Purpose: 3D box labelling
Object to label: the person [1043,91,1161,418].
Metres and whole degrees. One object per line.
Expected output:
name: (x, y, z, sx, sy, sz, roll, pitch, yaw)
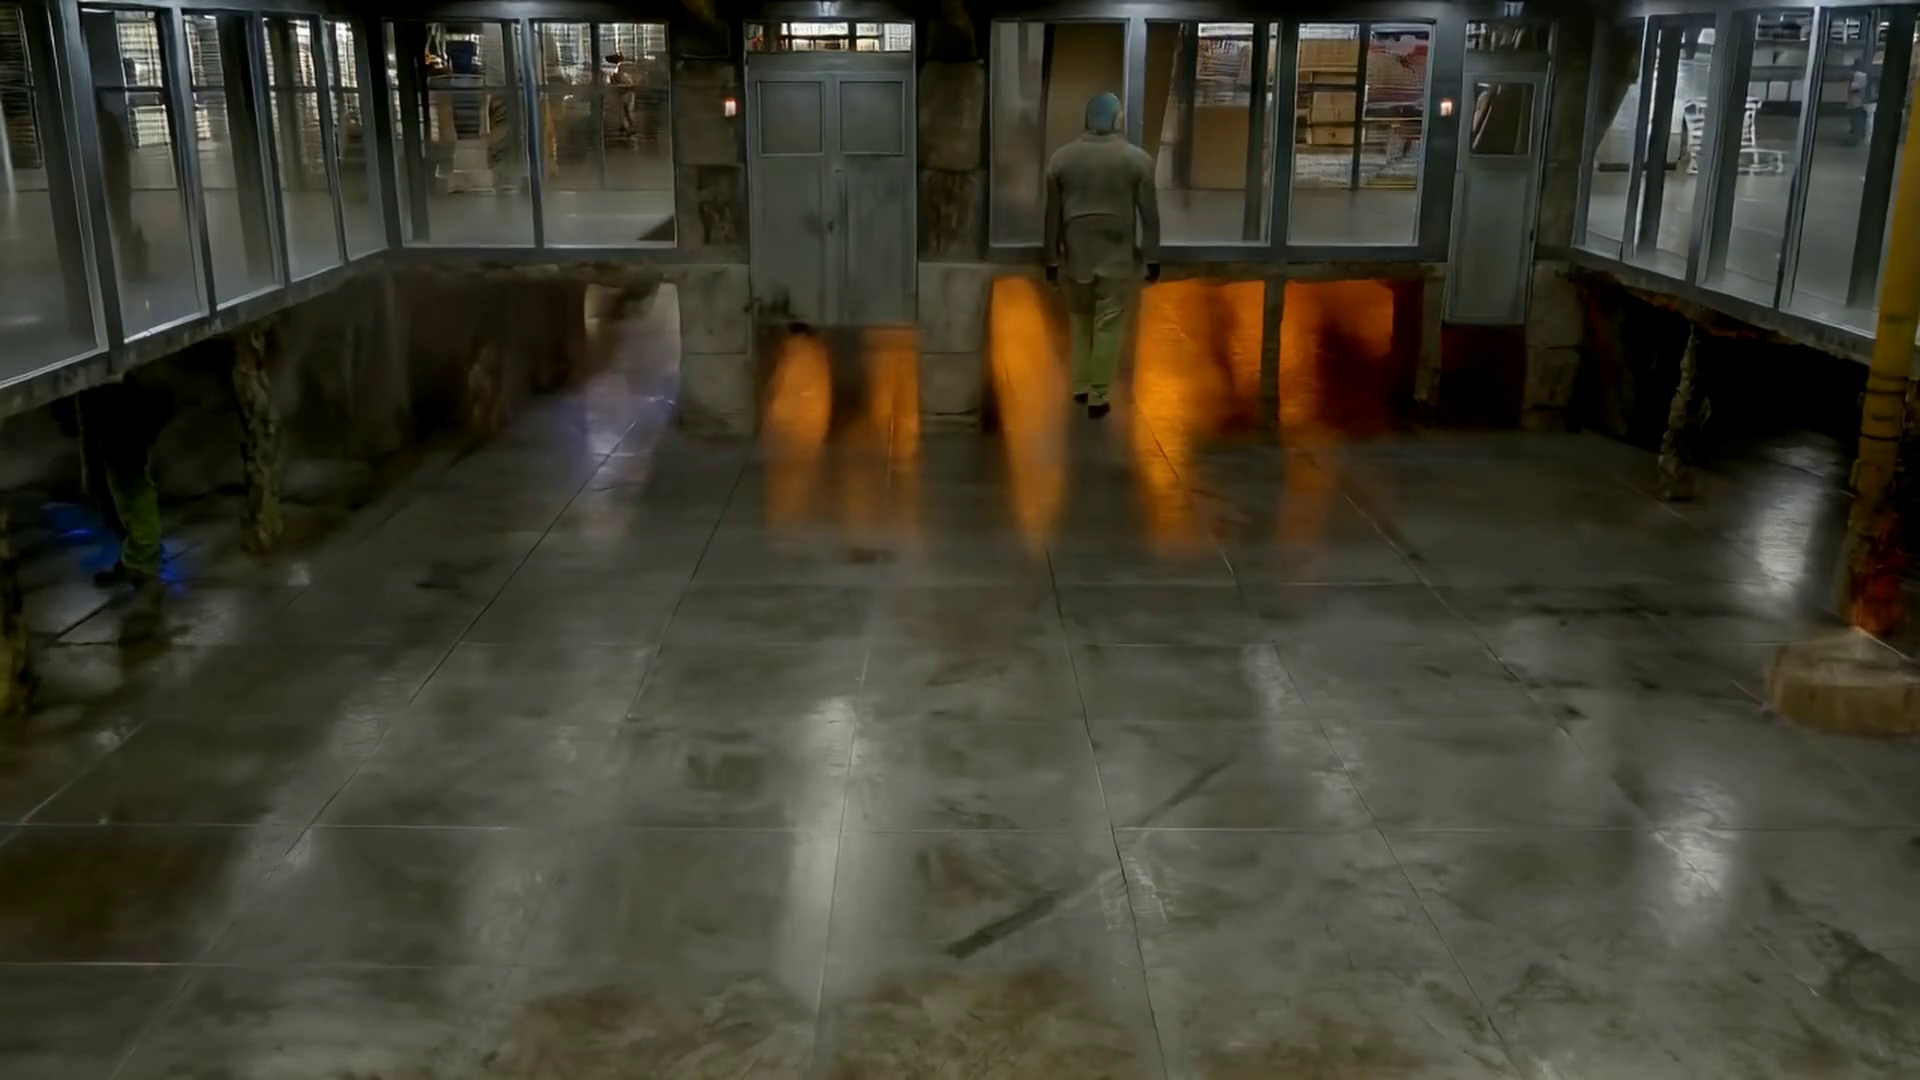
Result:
person: (0.878, -1.709, 9.950, 0.668, 1.880, 0.773, 6, 17, 19)
